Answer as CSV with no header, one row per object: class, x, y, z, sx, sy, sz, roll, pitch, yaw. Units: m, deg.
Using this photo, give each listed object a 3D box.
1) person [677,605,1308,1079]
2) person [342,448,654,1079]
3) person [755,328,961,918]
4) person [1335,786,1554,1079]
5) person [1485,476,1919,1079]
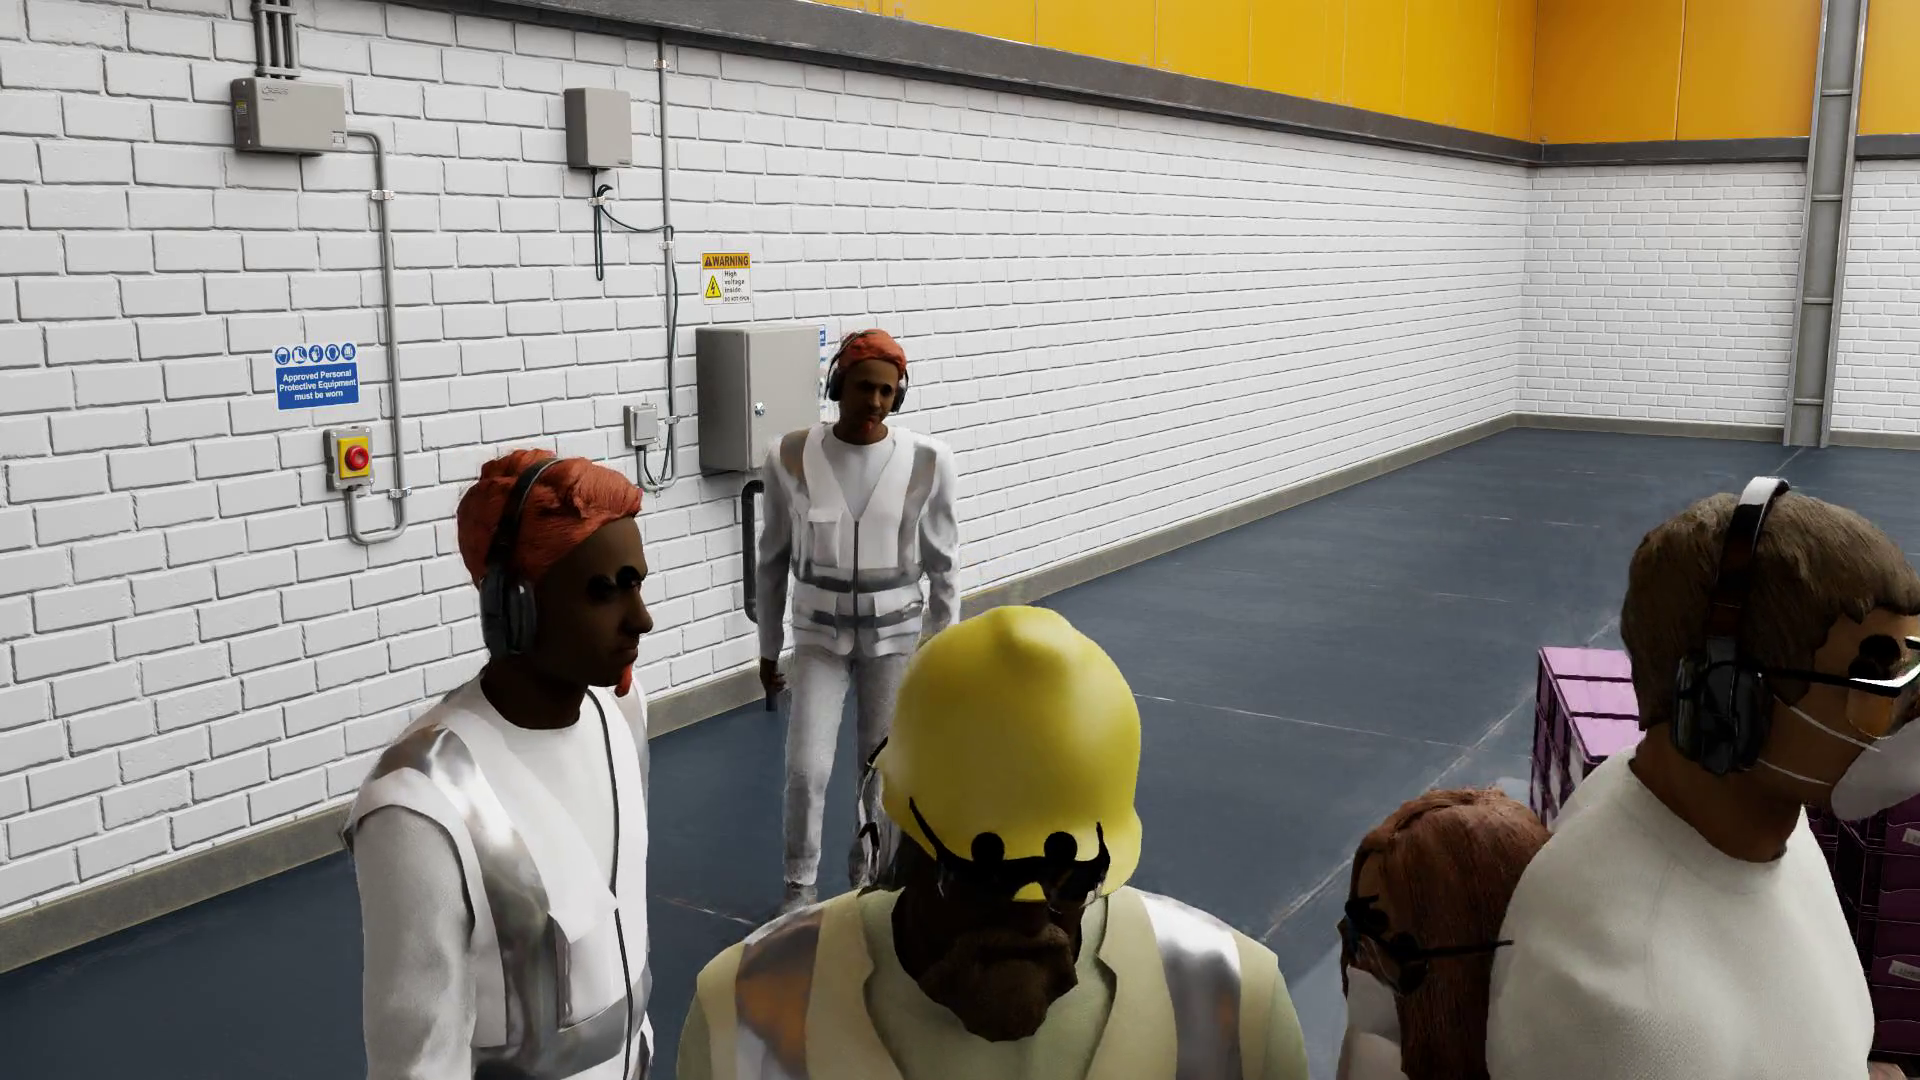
person,0.039,0.948,1.468,0.593,1.799,0.643,-1,10,-7
person,-0.576,0.802,2.151,0.467,1.859,0.591,2,11,14
person,-0.299,0.300,4.939,0.599,1.855,0.493,0,10,-2
person,0.460,1.018,1.686,0.750,1.599,0.512,-1,10,-7
person,0.590,0.870,1.613,0.766,1.912,0.631,5,12,28
